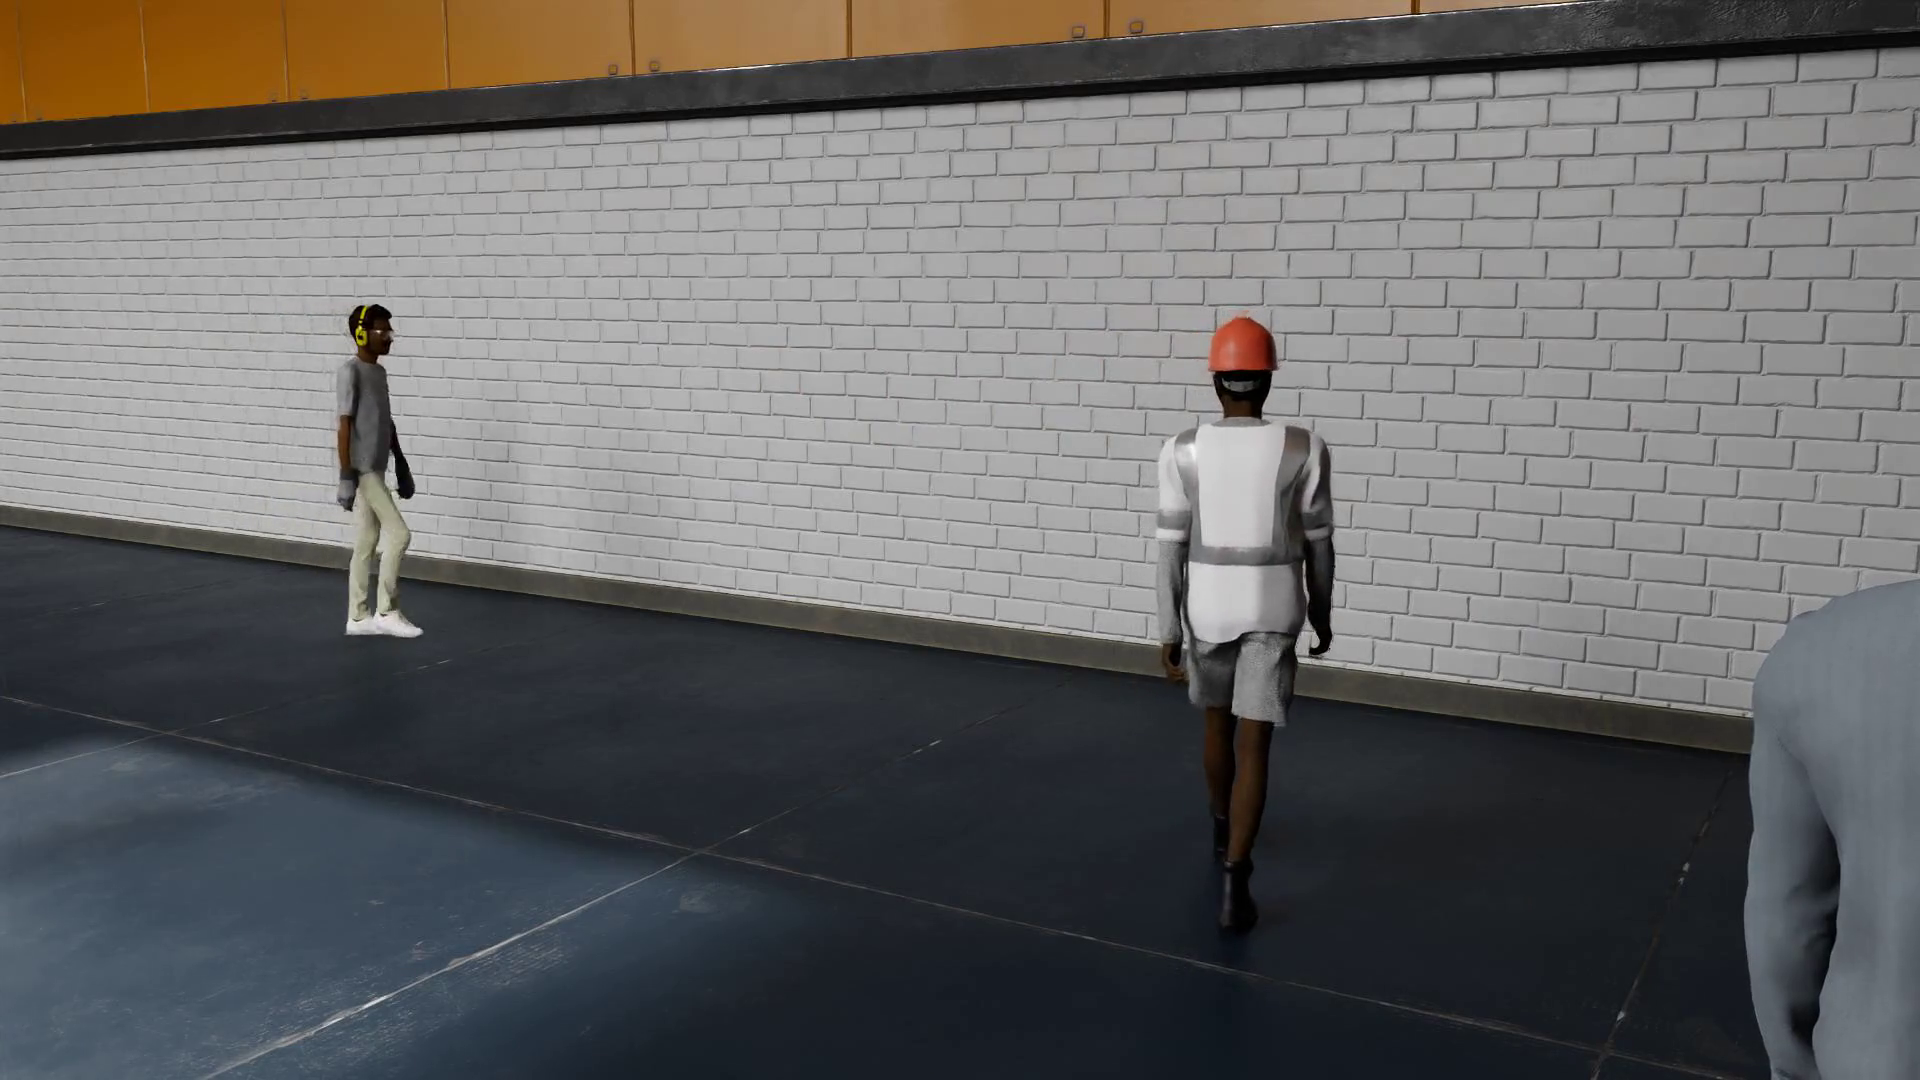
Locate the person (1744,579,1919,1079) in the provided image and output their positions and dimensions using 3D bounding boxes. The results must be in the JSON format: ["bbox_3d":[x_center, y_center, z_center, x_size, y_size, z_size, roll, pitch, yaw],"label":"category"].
[{"bbox_3d":[1.267,0.738,2.037,0.372,1.940,0.630,-6,11,-35],"label":"person"}]

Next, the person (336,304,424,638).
[{"bbox_3d":[-3.182,-0.369,9.227,0.620,1.844,0.549,0,9,-2],"label":"person"}]

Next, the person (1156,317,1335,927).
[{"bbox_3d":[0.915,0.233,5.383,0.549,1.889,1.013,3,10,19],"label":"person"}]
